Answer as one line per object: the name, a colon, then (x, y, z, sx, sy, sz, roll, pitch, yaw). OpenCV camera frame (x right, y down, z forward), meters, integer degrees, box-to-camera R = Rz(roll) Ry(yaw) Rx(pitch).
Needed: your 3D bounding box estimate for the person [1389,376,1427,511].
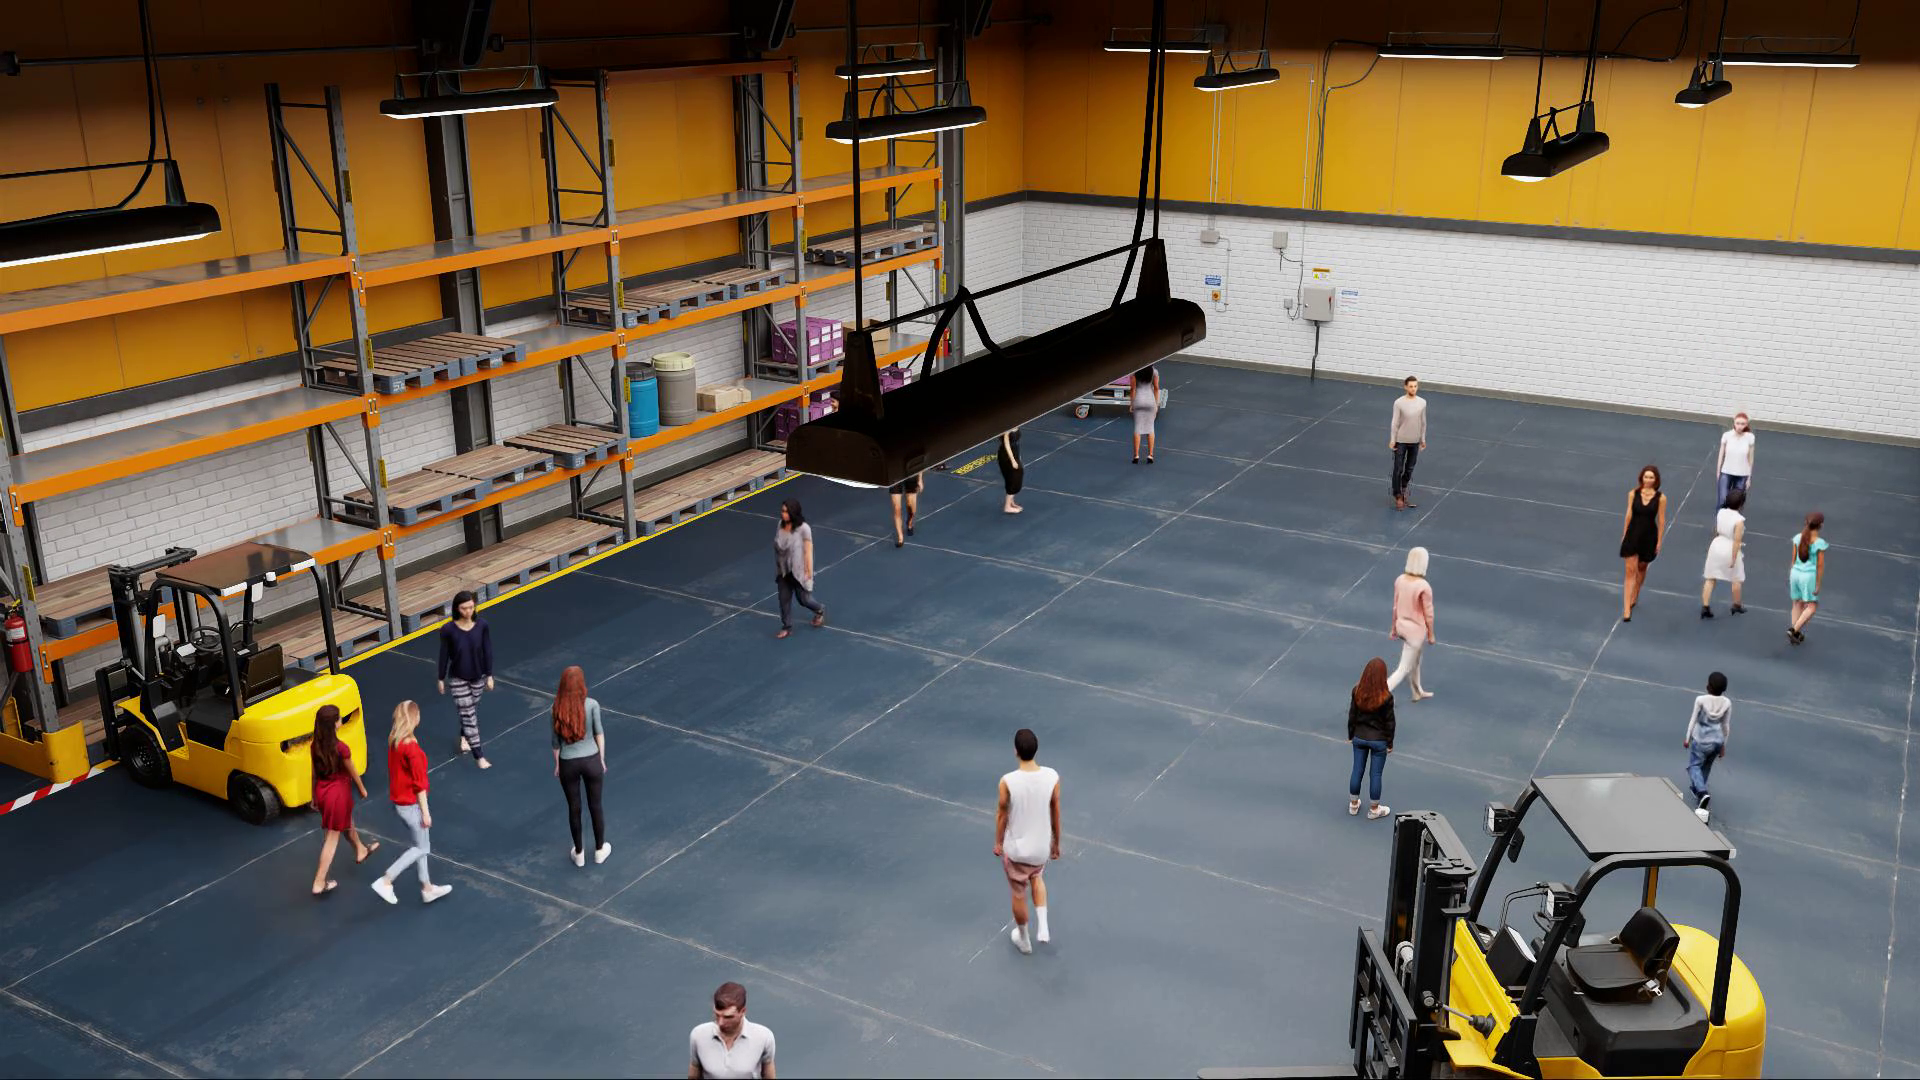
person: (6.215, -1.386, 23.141, 0.924, 1.872, 0.998, -3, 19, -10)

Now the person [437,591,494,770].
person: (-4.632, 1.259, 15.583, 1.109, 1.683, 1.034, -11, 22, -29)

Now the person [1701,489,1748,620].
person: (8.691, 0.187, 19.009, 0.932, 1.528, 0.807, -10, 21, -26)

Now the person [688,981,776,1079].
person: (-1.272, 3.270, 9.343, 0.730, 1.855, 0.727, 0, 19, 0)

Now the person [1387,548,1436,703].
person: (4.429, 0.936, 16.534, 1.204, 1.688, 0.991, -10, 21, -27)

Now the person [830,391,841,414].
person: (-1.801, -1.602, 24.744, 0.578, 1.260, 0.550, -14, 23, -36)

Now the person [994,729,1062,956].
person: (0.522, 2.294, 12.363, 0.794, 1.777, 0.856, -6, 20, -18)

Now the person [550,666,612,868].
person: (-3.131, 1.859, 13.710, 0.662, 1.742, 0.705, -3, 19, -8)

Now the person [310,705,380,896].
person: (-5.056, 2.108, 13.337, 0.581, 1.507, 1.064, 8, 20, 22)

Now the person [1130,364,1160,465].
person: (2.787, -2.017, 25.158, 0.660, 1.781, 0.661, 1, 19, 3)

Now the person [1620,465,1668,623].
person: (7.833, 0.032, 19.075, 0.624, 1.779, 1.145, 9, 21, 25)

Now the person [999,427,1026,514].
person: (0.638, -1.109, 22.767, 0.709, 1.587, 0.560, 5, 19, 14)

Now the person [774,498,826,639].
person: (-1.811, 0.288, 18.613, 0.638, 1.589, 0.900, 12, 22, 31)

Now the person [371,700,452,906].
person: (-4.387, 2.118, 13.045, 0.956, 1.675, 0.819, -13, 23, -34)

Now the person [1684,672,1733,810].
person: (6.615, 1.786, 14.707, 0.692, 1.243, 0.852, 1, 19, 3)

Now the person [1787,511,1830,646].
person: (9.230, 0.439, 18.227, 0.815, 1.549, 0.699, -14, 23, -35)

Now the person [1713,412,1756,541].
person: (10.136, -0.837, 21.765, 0.635, 1.710, 0.924, 7, 20, 21)

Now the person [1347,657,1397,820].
person: (3.585, 1.719, 14.531, 0.573, 1.483, 0.505, 12, 22, 31)
